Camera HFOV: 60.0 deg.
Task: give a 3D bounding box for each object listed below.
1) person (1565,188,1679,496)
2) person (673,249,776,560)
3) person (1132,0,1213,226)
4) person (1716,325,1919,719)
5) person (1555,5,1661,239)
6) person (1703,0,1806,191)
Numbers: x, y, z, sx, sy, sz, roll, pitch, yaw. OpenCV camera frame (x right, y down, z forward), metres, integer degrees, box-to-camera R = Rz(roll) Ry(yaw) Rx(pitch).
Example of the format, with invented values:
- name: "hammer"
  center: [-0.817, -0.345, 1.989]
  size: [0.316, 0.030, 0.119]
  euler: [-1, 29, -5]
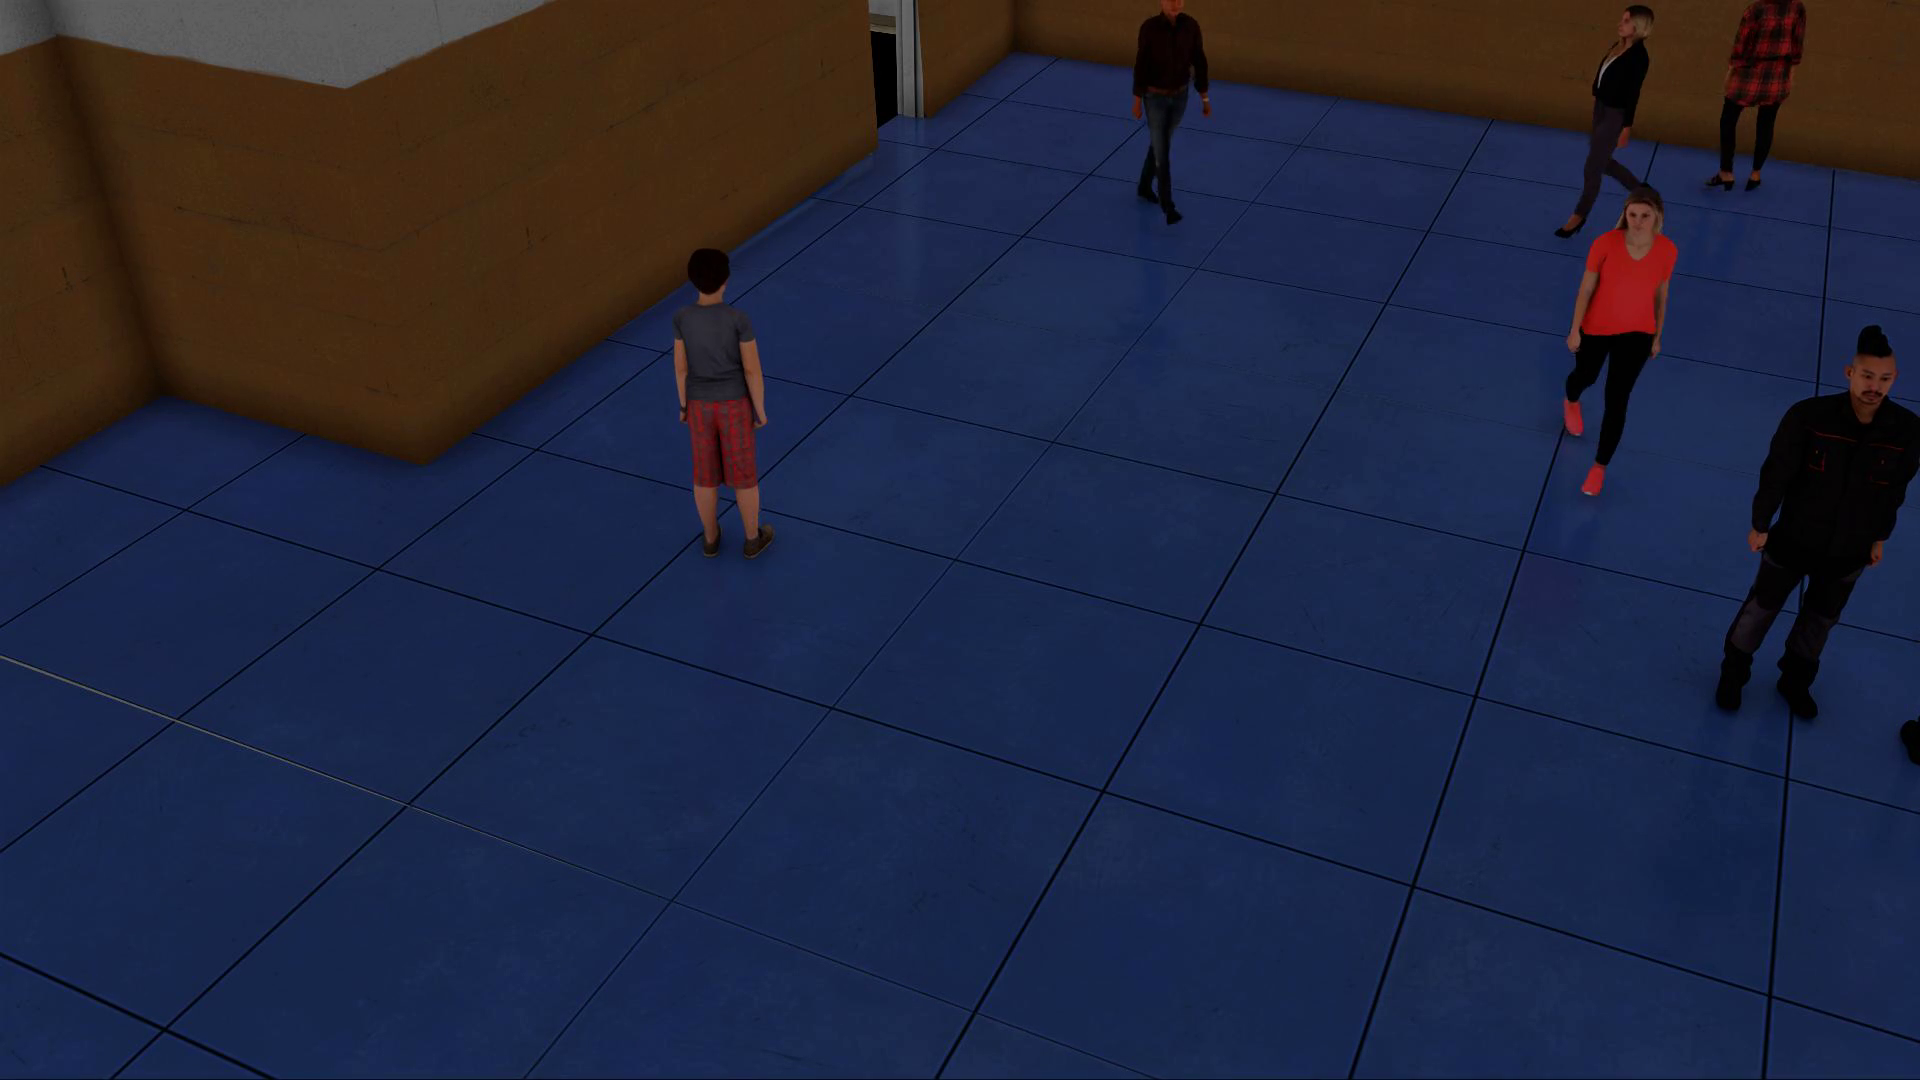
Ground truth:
- name: "person"
  center: [3.540, -1.151, 9.028]
  size: [1.119, 1.656, 0.784]
  euler: [9, 35, 13]
- name: "person"
  center: [-1.201, -0.657, 8.281]
  size: [0.568, 1.649, 0.719]
  euler: [3, 34, 5]
- name: "person"
  center: [1.454, -3.204, 12.051]
  size: [1.134, 1.728, 1.190]
  euler: [-11, 35, -17]
- name: "person"
  center: [3.723, -0.061, 7.183]
  size: [0.666, 1.862, 0.890]
  euler: [6, 34, 8]
- name: "person"
  center: [4.649, -2.901, 11.667]
  size: [1.049, 1.648, 0.879]
  euler: [-3, 34, -4]
- name: "person"
  center: [5.962, -3.439, 12.448]
  size: [0.638, 1.678, 0.787]
  euler: [12, 35, 17]
